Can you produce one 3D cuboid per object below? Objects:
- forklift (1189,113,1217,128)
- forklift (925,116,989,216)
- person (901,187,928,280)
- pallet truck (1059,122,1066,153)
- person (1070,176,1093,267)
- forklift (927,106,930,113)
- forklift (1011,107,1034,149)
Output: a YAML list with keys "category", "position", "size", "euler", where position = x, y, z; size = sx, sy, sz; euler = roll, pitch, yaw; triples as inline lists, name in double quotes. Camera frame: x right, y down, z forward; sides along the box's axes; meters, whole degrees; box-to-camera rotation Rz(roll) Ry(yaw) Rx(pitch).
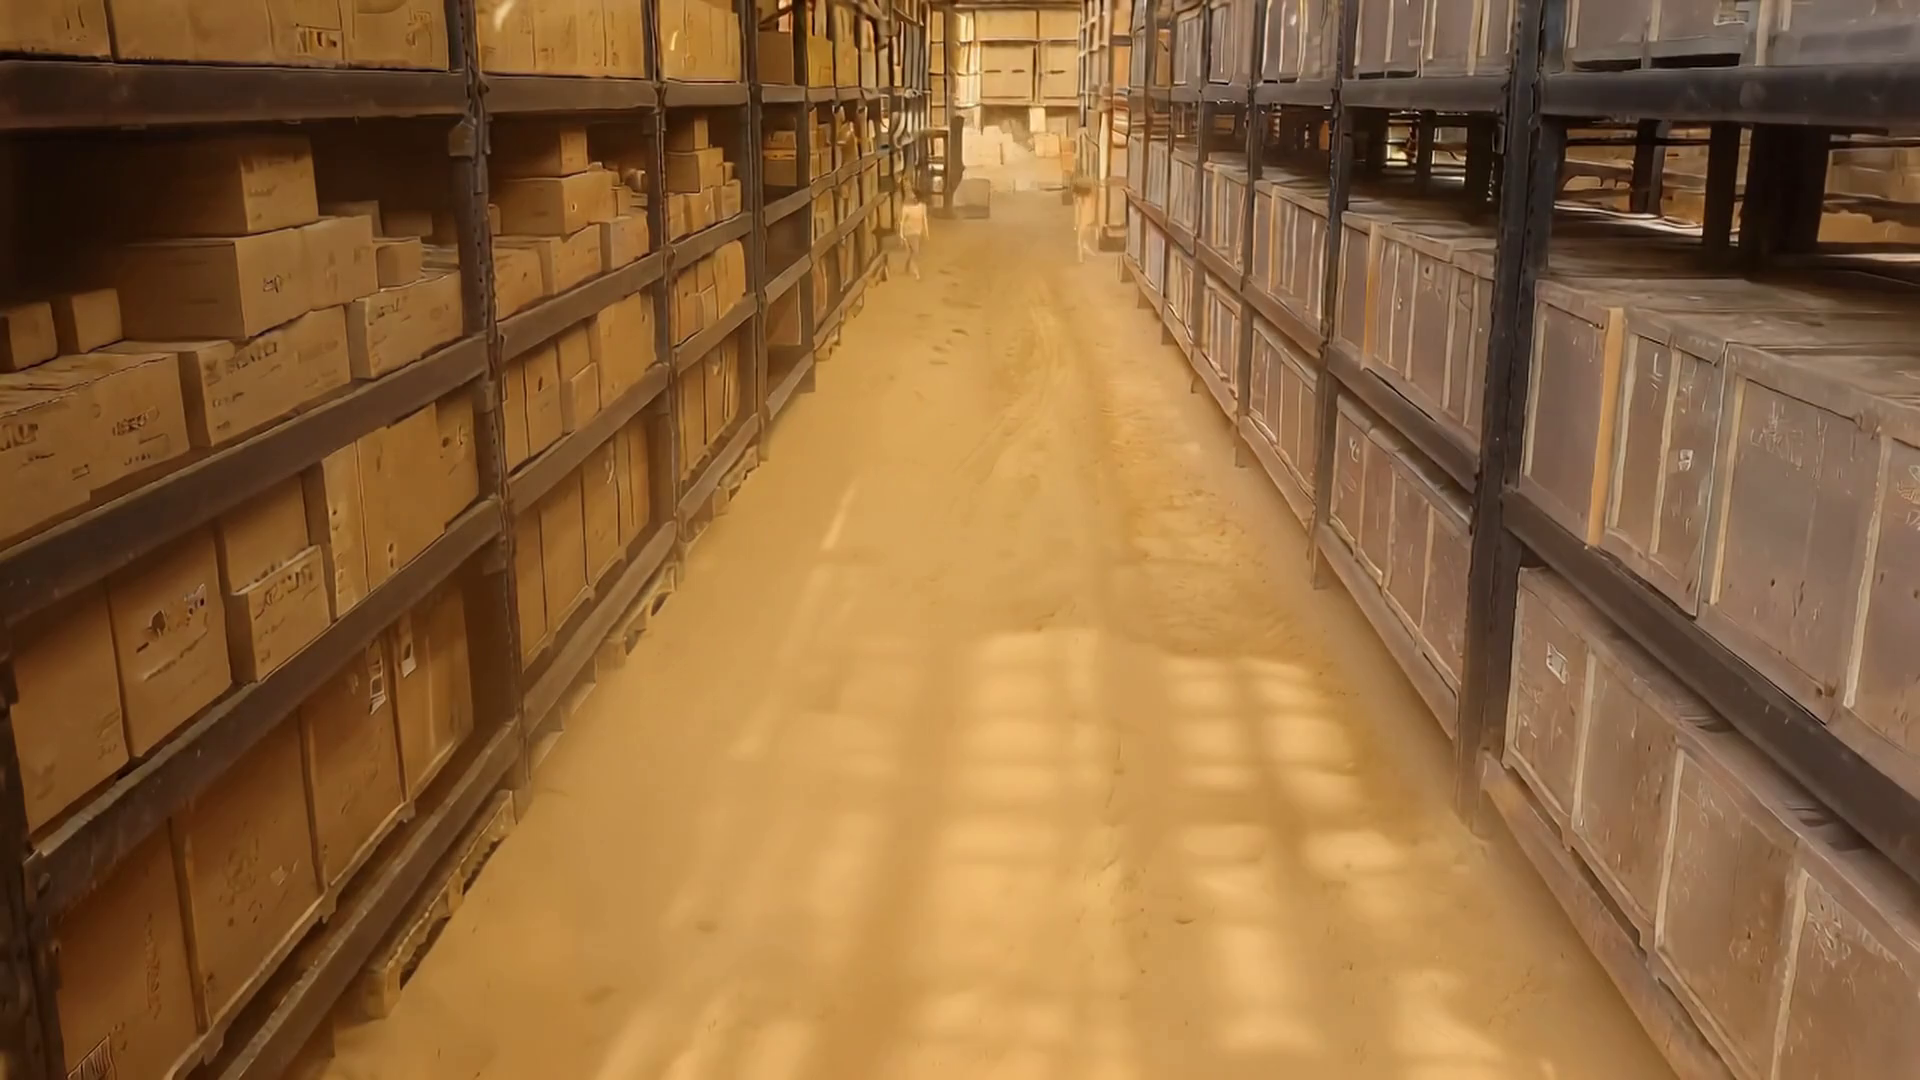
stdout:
- category: "forklift"
  position: [7.981, -12.718, 55.110]
  size: [1.129, 2.768, 1.873]
  euler: [0, 15, 1]
- category: "forklift"
  position: [-0.089, -10.751, 47.794]
  size: [1.873, 2.768, 1.129]
  euler: [0, 15, 2]
- category: "person"
  position: [-0.919, -5.872, 31.794]
  size: [0.535, 1.738, 0.611]
  euler: [-11, 18, -34]
- category: "pallet truck"
  position: [5.788, -21.111, 88.014]
  size: [1.885, 1.965, 0.823]
  euler: [5, 16, 18]
- category: "person"
  position: [2.449, -6.473, 33.868]
  size: [0.445, 1.827, 0.655]
  euler: [9, 17, 30]
- category: "forklift"
  position: [-2.001, -20.667, 84.687]
  size: [1.129, 2.768, 1.873]
  euler: [0, 15, 2]
- category: "forklift"
  position: [2.868, -19.811, 81.503]
  size: [1.873, 2.768, 1.129]
  euler: [10, 18, 32]
